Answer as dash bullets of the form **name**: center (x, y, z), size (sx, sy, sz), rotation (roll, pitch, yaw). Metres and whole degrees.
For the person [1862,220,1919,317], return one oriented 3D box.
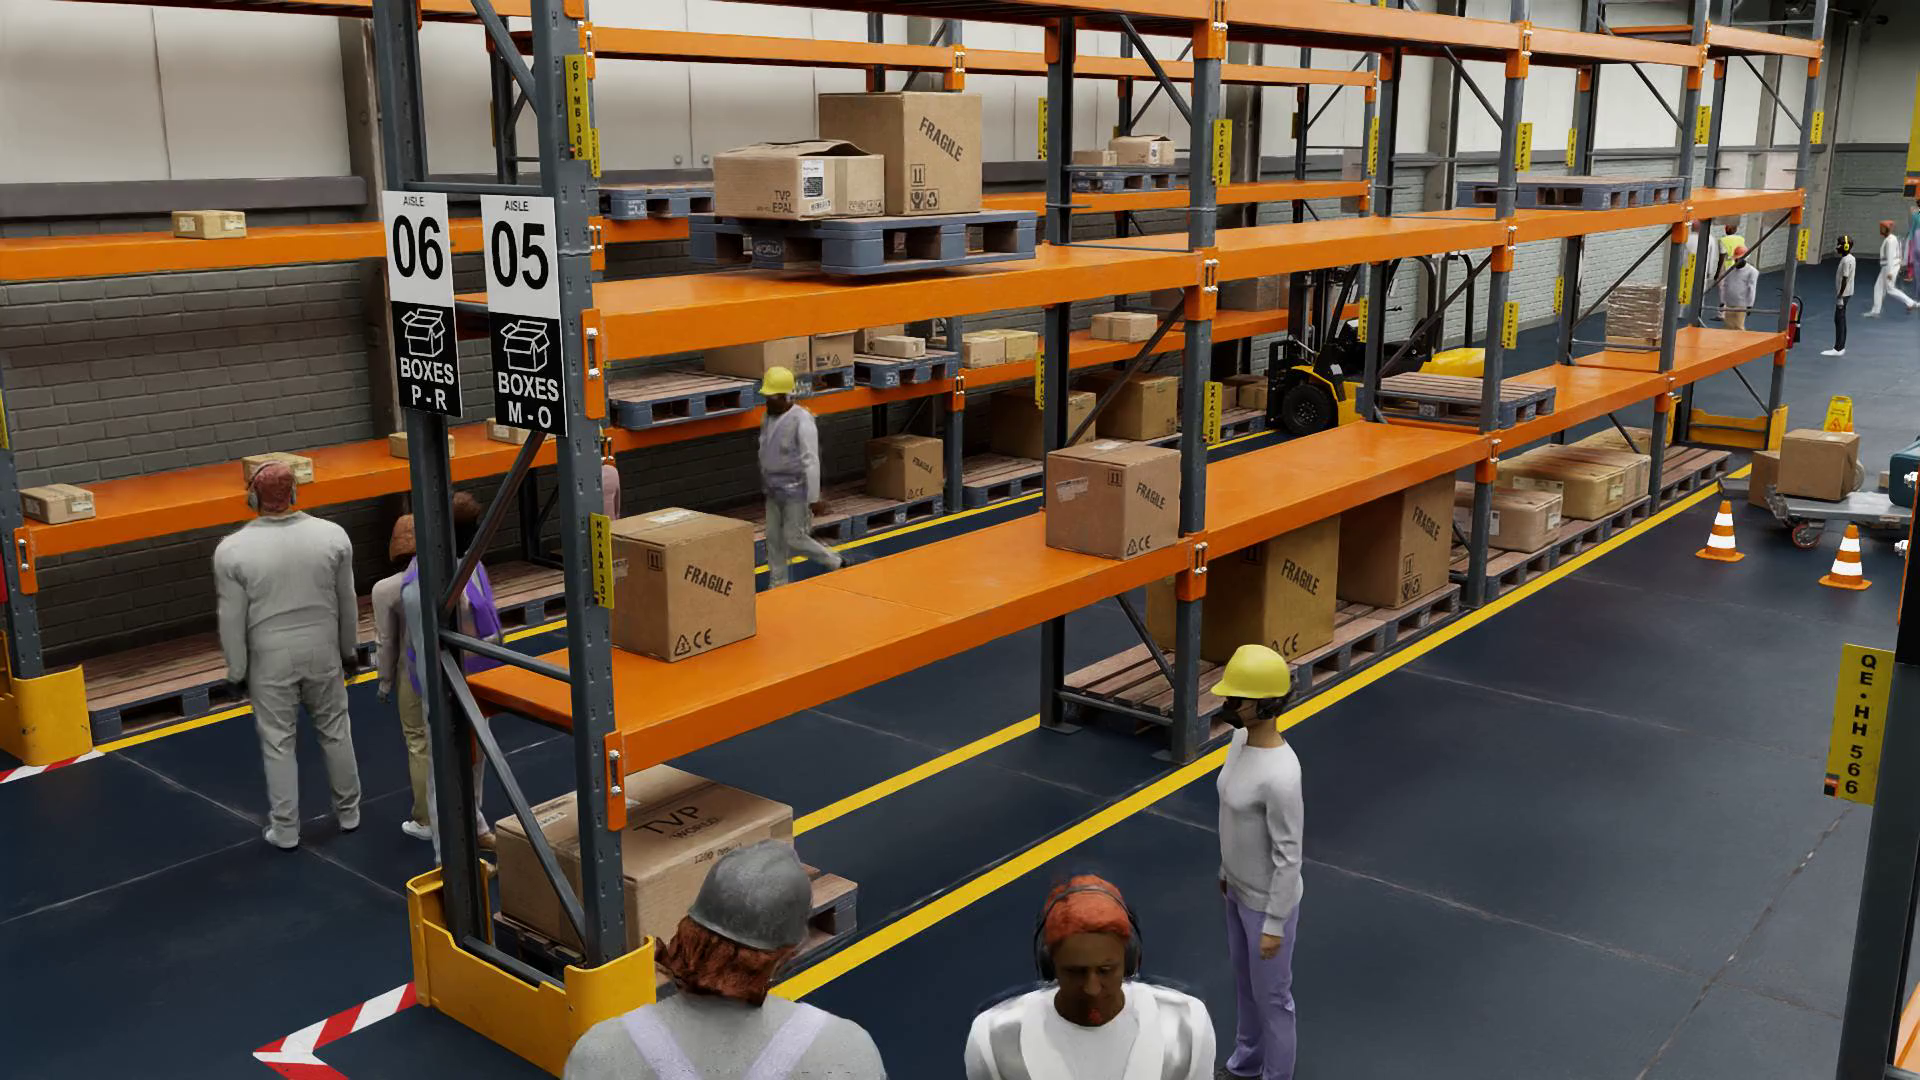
- **person**: center (17.515, -5.067, 31.137), size (0.815, 1.846, 0.588), rotation (4, 14, 17)

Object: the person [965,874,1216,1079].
- **person**: center (0.293, 1.608, 3.928), size (0.578, 1.855, 0.902), rotation (-2, 14, -8)

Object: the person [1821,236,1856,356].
- **person**: center (13.734, -3.801, 25.927), size (0.335, 1.860, 0.509), rotation (8, 16, 30)

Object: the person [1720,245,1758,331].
- **person**: center (11.939, -3.655, 25.580), size (0.383, 1.731, 0.575), rotation (-6, 15, -24)

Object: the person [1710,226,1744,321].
- **person**: center (14.158, -4.951, 30.630), size (0.571, 1.843, 0.373), rotation (-6, 15, -23)

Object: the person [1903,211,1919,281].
- **person**: center (22.278, -6.955, 38.525), size (0.829, 1.961, 0.644), rotation (-13, 19, -43)

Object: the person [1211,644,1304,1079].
- **person**: center (1.002, 1.209, 5.712), size (0.327, 1.769, 0.525), rotation (-2, 14, -8)

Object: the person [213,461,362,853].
- **person**: center (-3.251, 0.566, 8.087), size (0.666, 1.905, 0.416), rotation (-10, 17, -36)

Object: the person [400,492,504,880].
- **person**: center (-2.336, 0.674, 7.769), size (0.431, 1.836, 0.644), rotation (1, 14, 3)

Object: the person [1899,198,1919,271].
- **person**: center (23.896, -7.699, 41.587), size (0.970, 1.947, 0.639), rotation (-8, 16, -30)

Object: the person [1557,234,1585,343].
- **person**: center (10.087, -4.166, 27.381), size (0.327, 1.874, 0.517), rotation (12, 18, 41)

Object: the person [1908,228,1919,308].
- **person**: center (19.068, -5.526, 32.858), size (0.439, 1.898, 0.697), rotation (-4, 14, -16)

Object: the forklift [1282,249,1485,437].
- **forklift**: center (4.886, -2.214, 18.767), size (2.313, 2.155, 1.214), rotation (11, 18, 38)

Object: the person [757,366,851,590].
- **person**: center (-1.190, -0.396, 12.170), size (0.616, 1.807, 0.623), rotation (-11, 17, -37)

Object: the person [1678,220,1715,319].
- **person**: center (13.504, -4.948, 30.616), size (0.649, 1.852, 1.013), rotation (4, 14, 15)
